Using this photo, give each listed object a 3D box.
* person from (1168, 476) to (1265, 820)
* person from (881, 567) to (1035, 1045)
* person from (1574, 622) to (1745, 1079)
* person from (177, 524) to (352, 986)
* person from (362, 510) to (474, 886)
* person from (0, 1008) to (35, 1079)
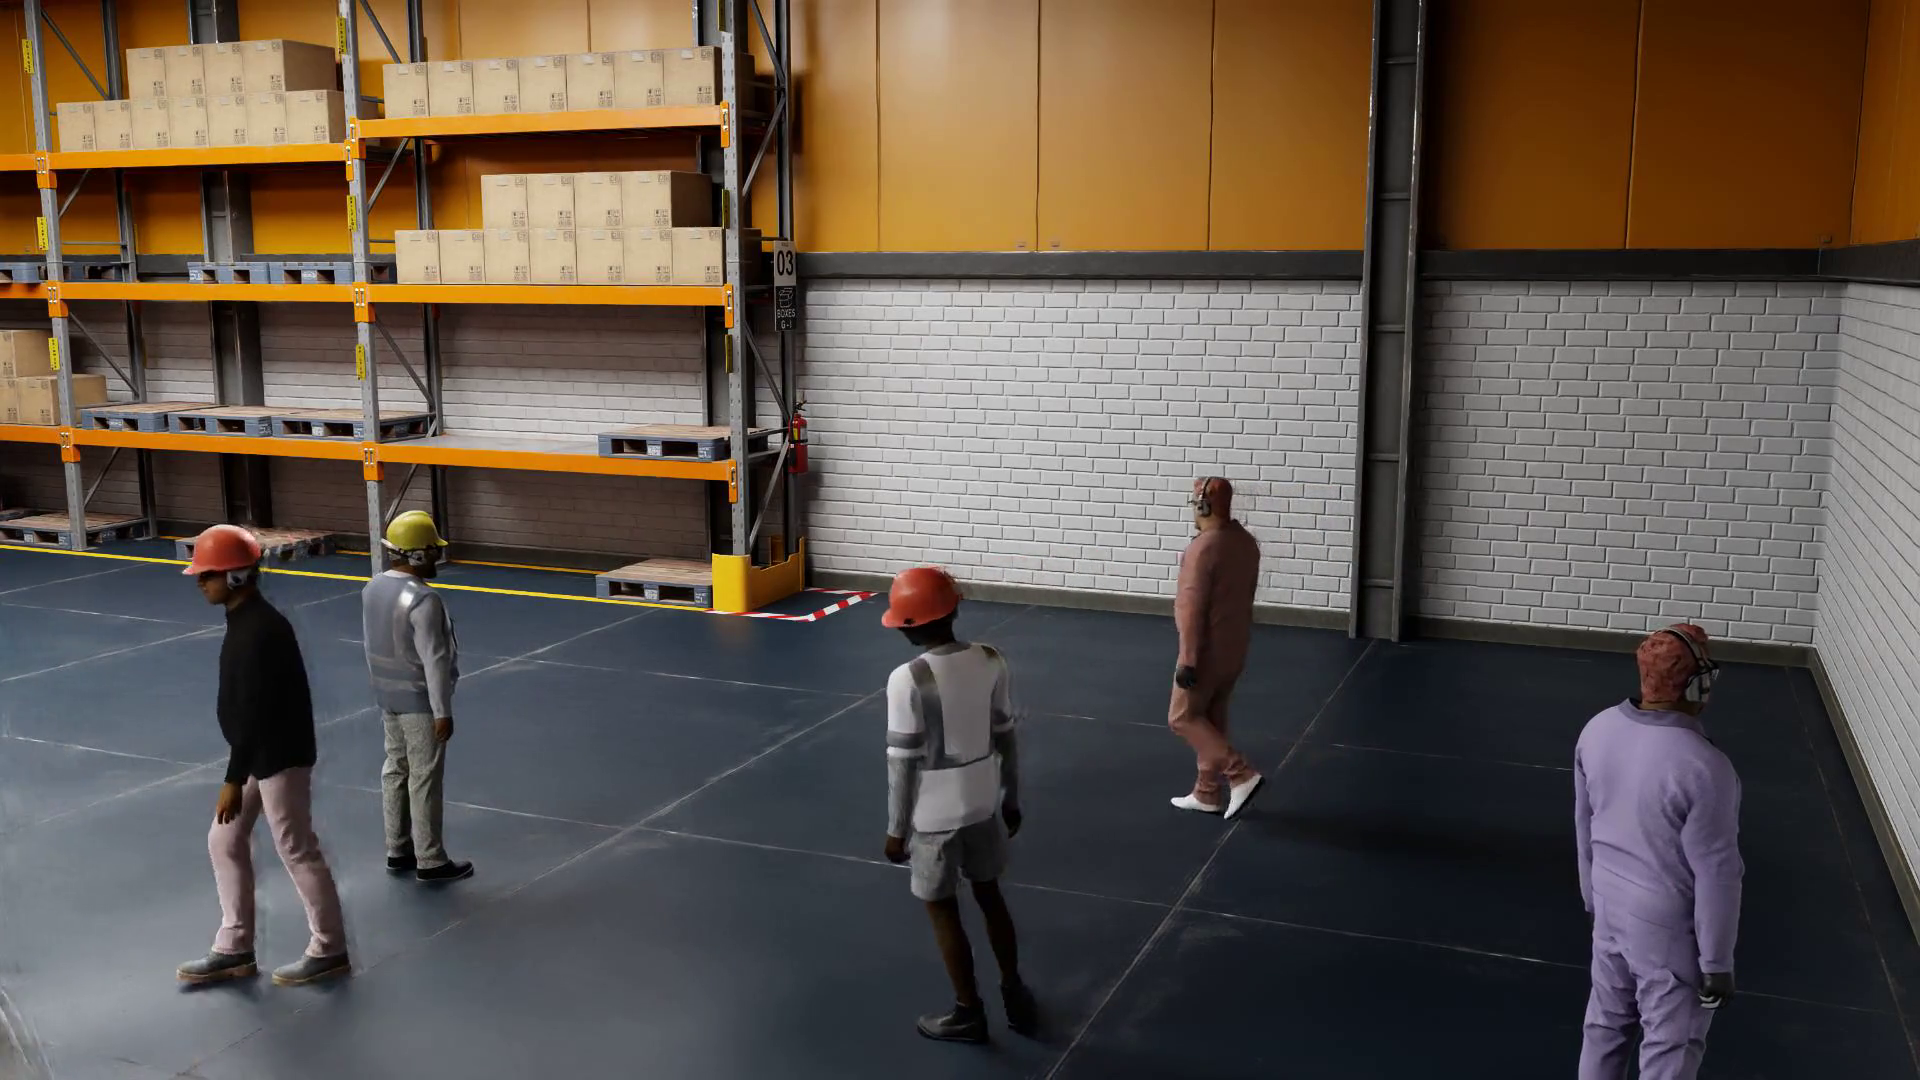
[{"bbox_3d":[1.406,0.599,8.986,0.522,1.884,0.657,7,11,35],"label":"person"},{"bbox_3d":[-0.013,1.021,6.428,0.676,1.897,0.370,-8,12,-39],"label":"person"},{"bbox_3d":[2.214,1.204,5.238,0.409,1.913,0.646,-3,10,-18],"label":"person"},{"bbox_3d":[-2.952,0.913,6.845,0.809,1.957,0.642,-6,11,-32],"label":"person"},{"bbox_3d":[-2.656,0.765,8.139,0.600,1.829,0.404,8,12,41],"label":"person"},{"bbox_3d":[-3.619,1.192,5.586,0.998,1.833,0.582,0,9,-1],"label":"person"}]
